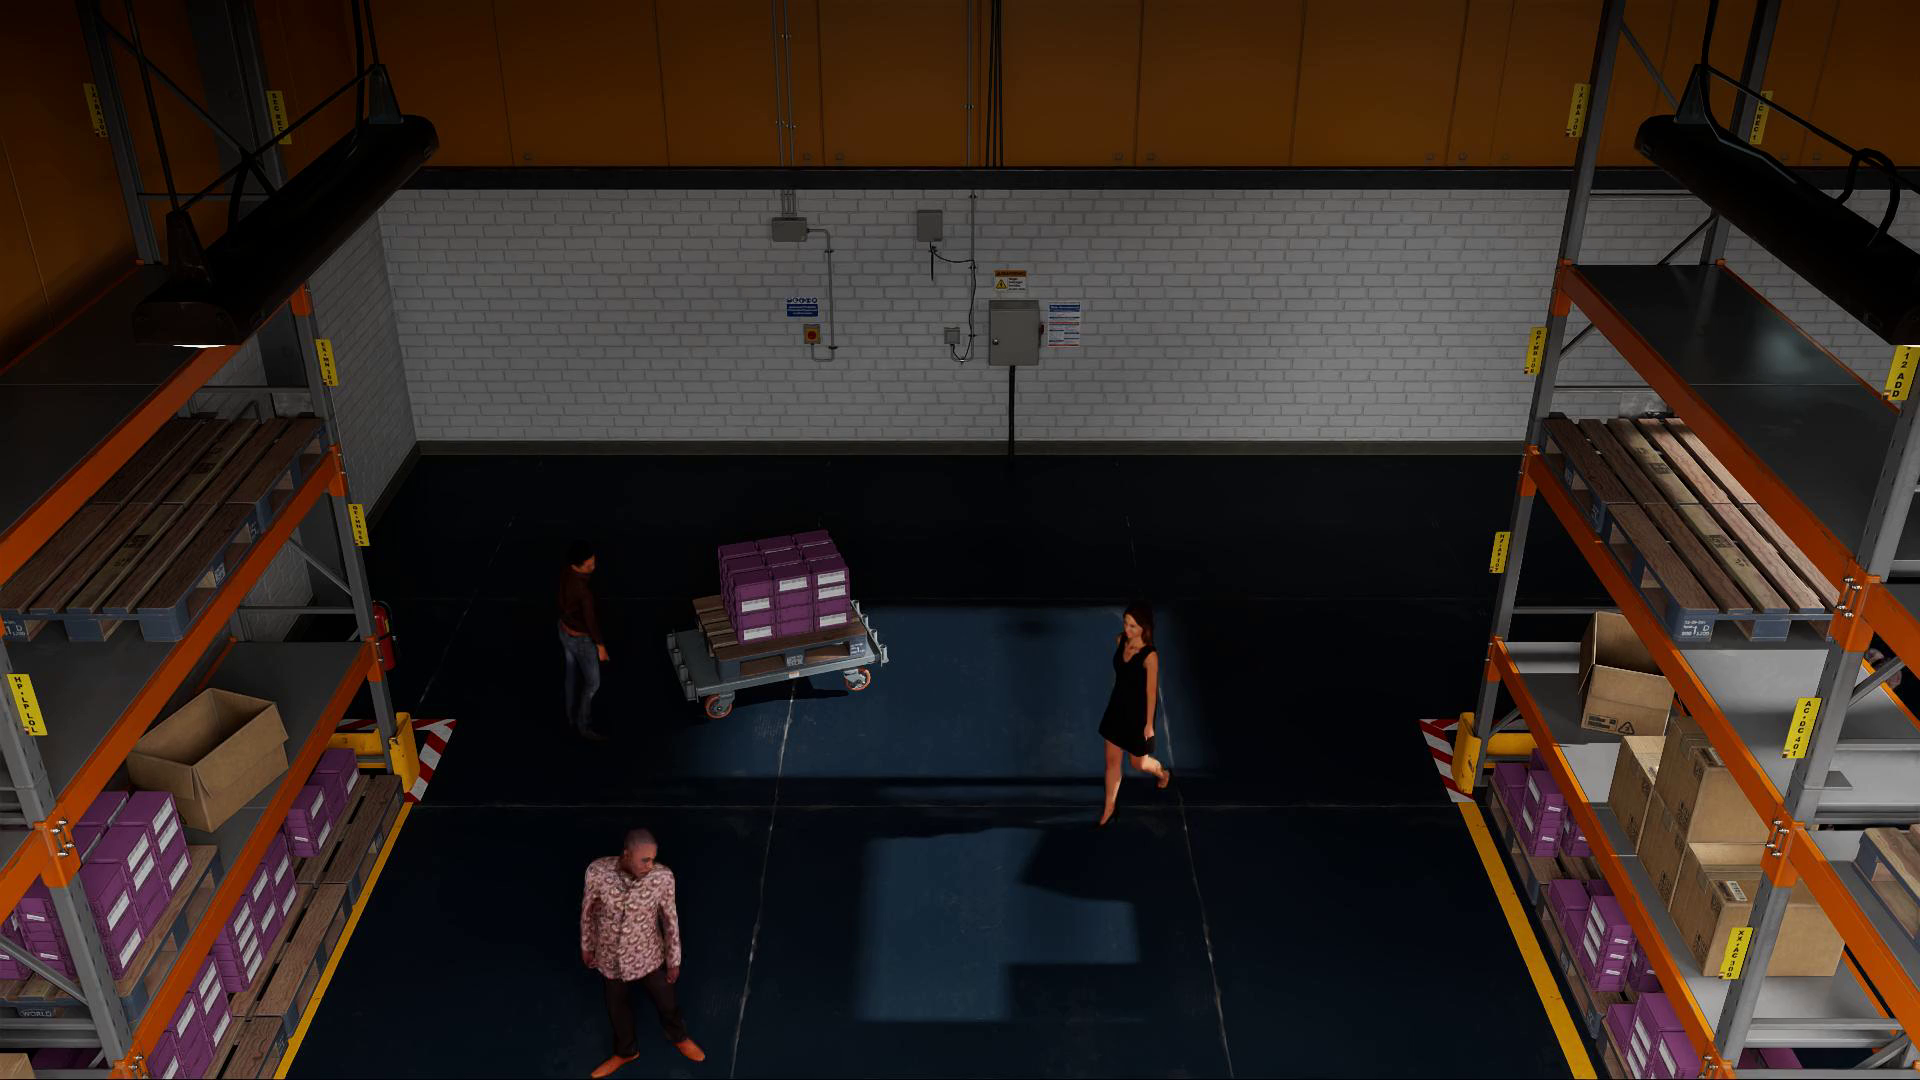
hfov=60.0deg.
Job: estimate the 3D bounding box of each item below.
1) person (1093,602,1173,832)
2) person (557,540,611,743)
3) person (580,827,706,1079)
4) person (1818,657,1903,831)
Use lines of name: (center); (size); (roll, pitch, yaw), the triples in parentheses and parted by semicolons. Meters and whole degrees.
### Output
person: (1.263, 1.233, 11.680); (0.948, 1.823, 0.962); (-19, 34, -30)
person: (-2.960, 0.734, 12.671); (0.751, 1.750, 0.882); (23, 36, 36)
person: (-1.940, 2.373, 9.636); (0.820, 1.778, 0.615); (8, 30, 15)
person: (5.776, 1.663, 10.865); (1.080, 1.849, 1.246); (18, 33, 29)
